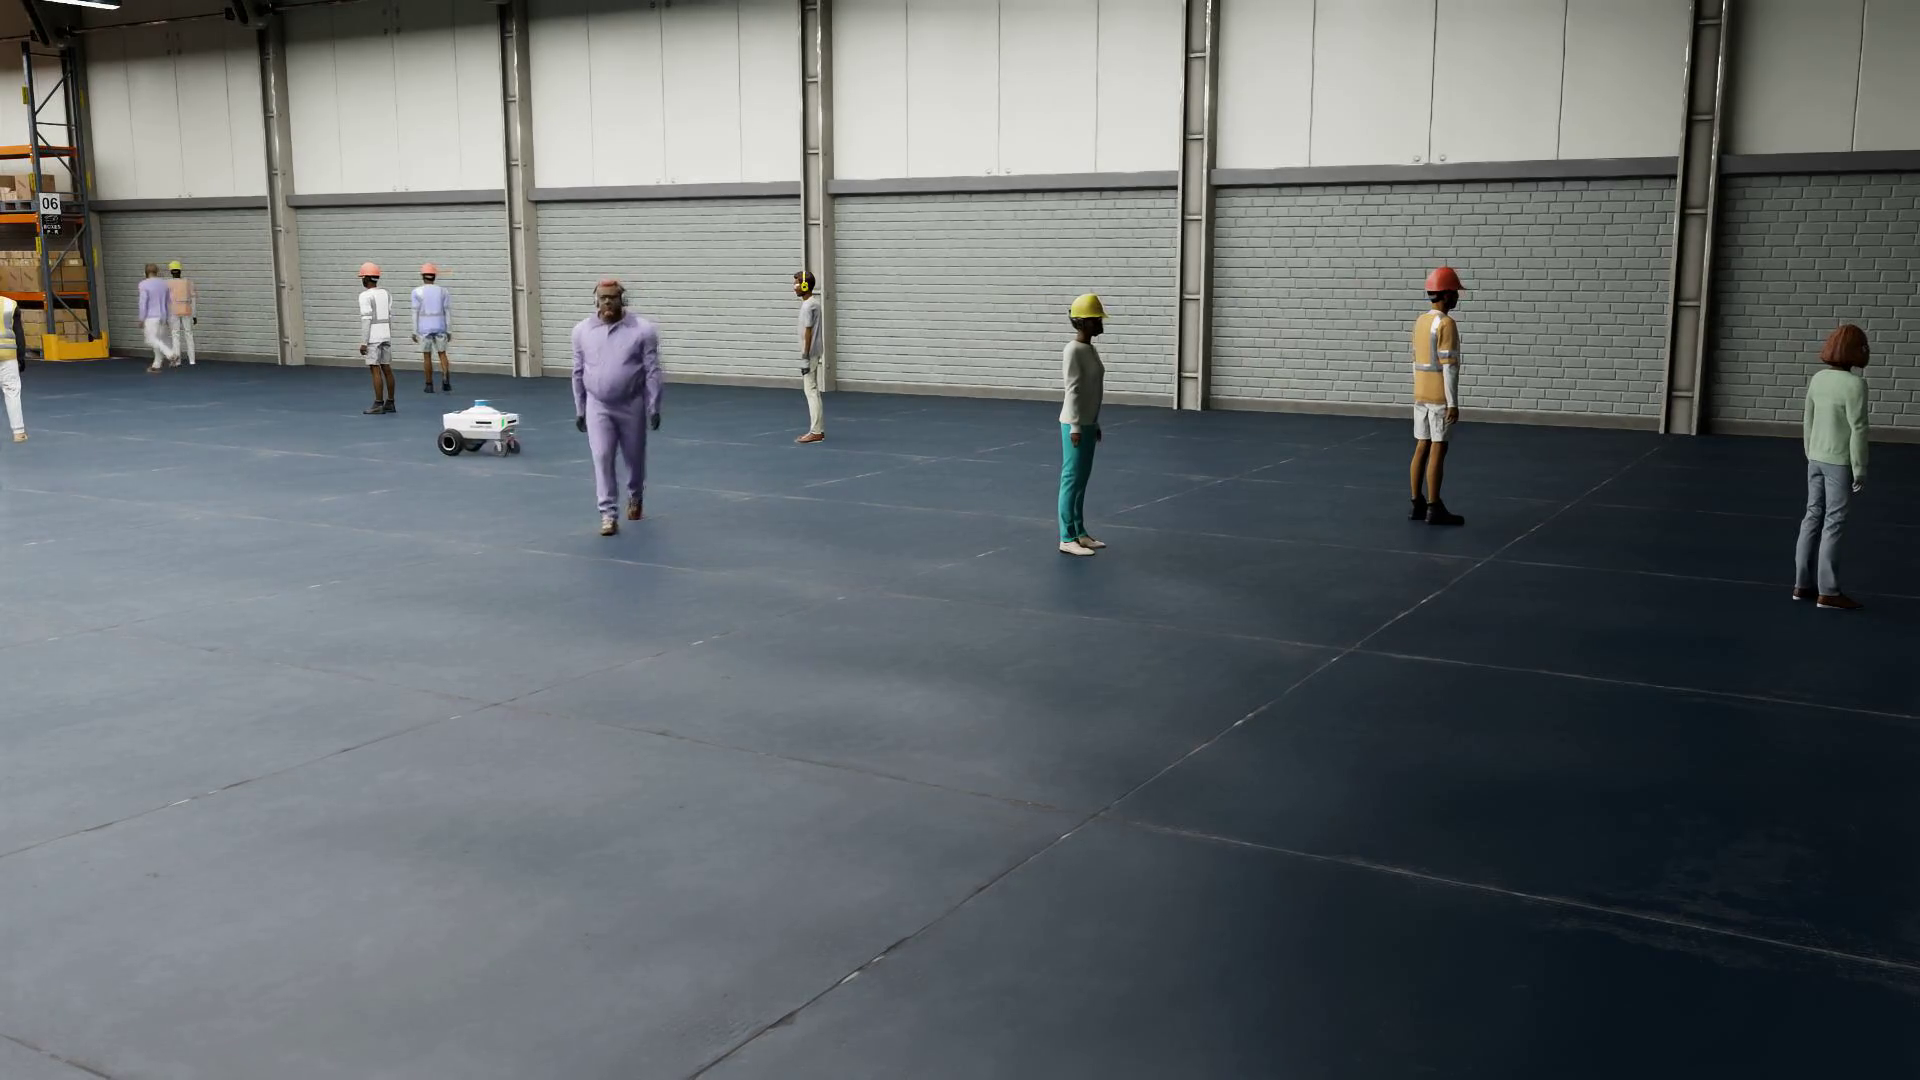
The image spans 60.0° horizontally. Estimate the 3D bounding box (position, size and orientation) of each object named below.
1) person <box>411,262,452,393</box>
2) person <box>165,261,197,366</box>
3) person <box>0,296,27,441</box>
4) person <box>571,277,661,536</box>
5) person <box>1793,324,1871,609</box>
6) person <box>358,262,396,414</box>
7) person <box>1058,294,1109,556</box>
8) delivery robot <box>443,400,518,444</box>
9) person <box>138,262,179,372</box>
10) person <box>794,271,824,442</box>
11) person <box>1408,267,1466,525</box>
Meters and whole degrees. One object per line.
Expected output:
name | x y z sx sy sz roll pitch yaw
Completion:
person | -7.805 -3.119 24.534 0.549 1.929 0.494 -6 11 -30
person | -14.417 -4.172 30.706 0.594 1.922 0.375 -7 12 -37
person | -10.500 -1.974 18.079 0.625 1.844 0.429 -6 11 -30
person | -2.546 -1.013 12.357 0.651 1.875 0.881 -1 10 -7
person | 5.062 -0.425 9.610 0.273 1.635 0.507 -1 10 -5
person | -7.504 -2.577 21.325 0.369 1.939 0.542 3 10 19
person | 0.849 -0.787 11.347 0.316 1.769 0.524 4 10 20
delivery robot | -4.881 -1.185 16.948 0.707 0.478 0.477 2 10 13
person | -13.878 -3.841 28.785 0.672 1.920 0.637 3 10 14
person | -1.647 -1.991 18.132 0.311 1.863 0.509 0 10 1
person | 3.616 -1.083 12.570 0.351 1.942 0.545 -2 10 -12
